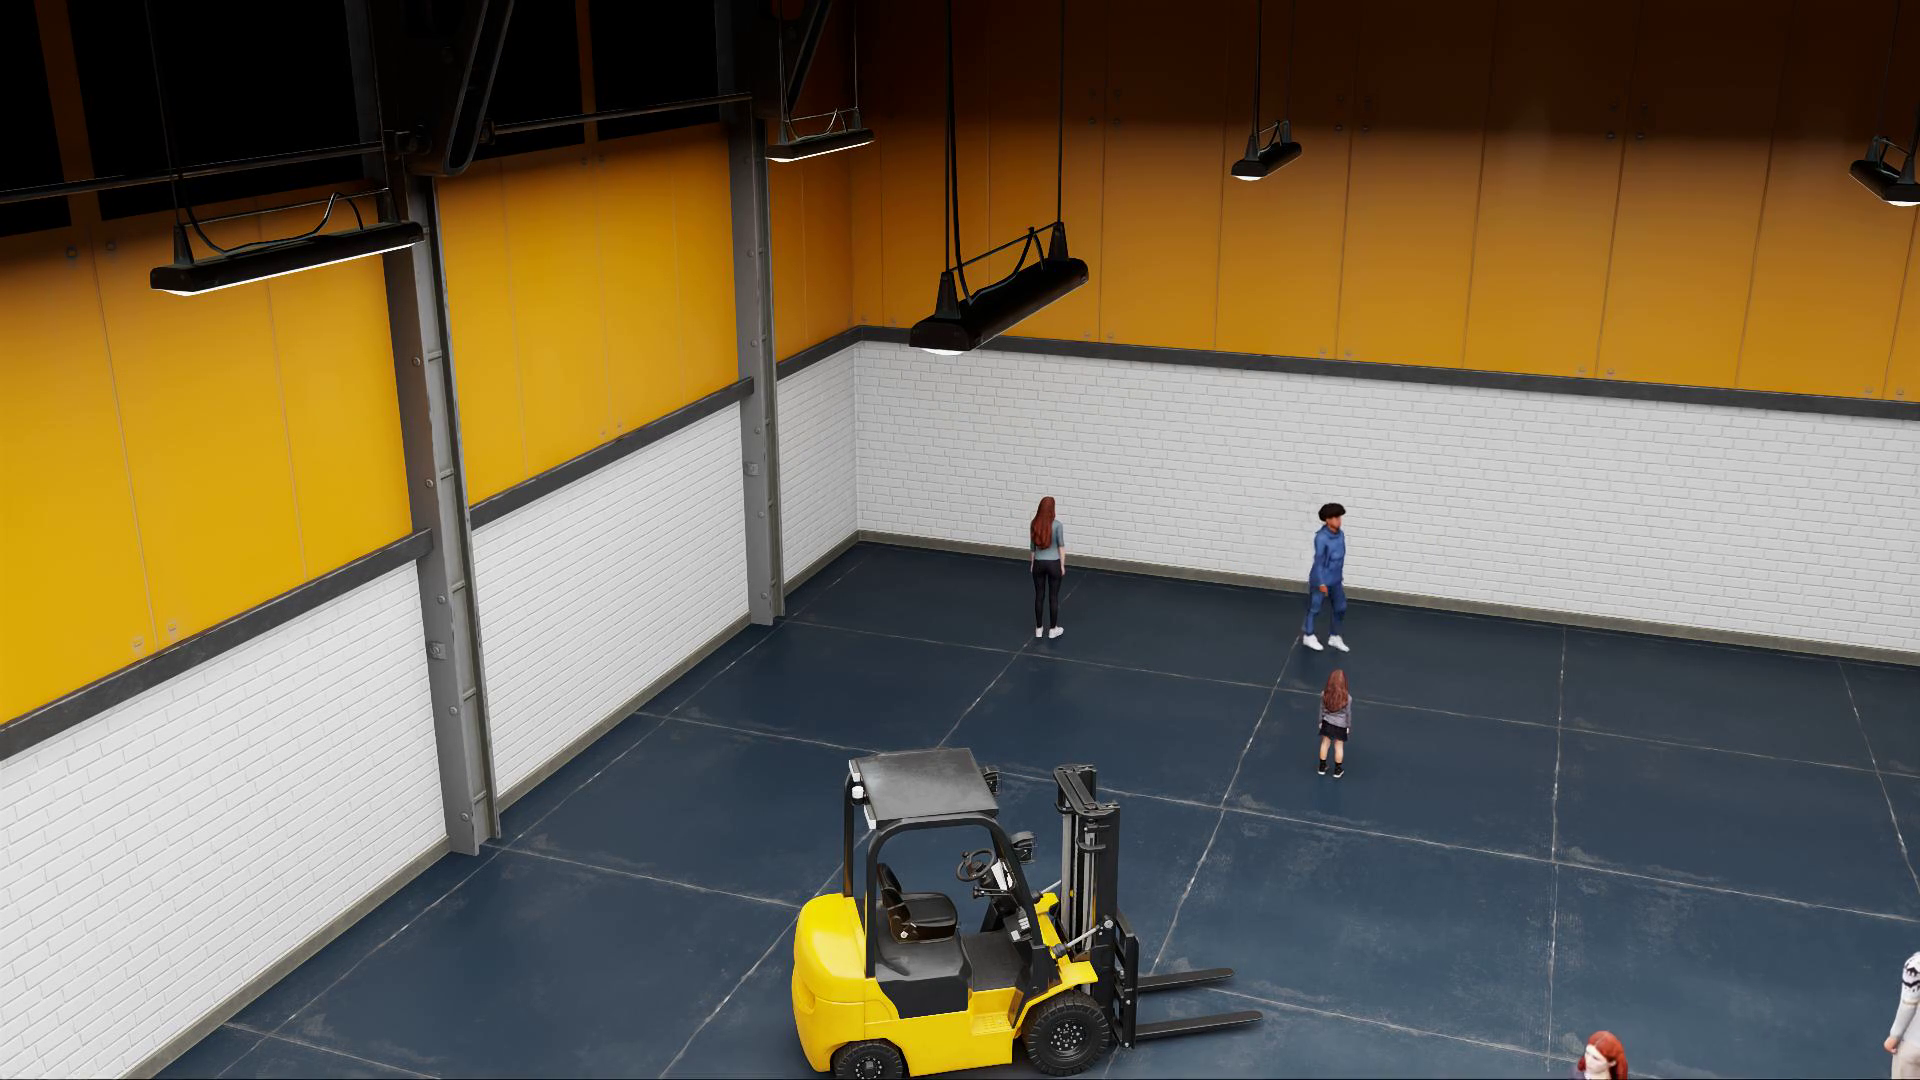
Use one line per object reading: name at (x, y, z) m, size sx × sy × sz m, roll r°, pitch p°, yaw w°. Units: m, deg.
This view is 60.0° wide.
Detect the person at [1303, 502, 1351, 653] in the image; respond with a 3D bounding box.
person at (4.199, 0.412, 19.375) m, size 0.863 × 1.796 × 0.921 m, roll -13°, pitch 22°, yaw -33°

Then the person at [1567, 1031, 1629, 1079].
person at (3.766, 3.653, 9.810) m, size 0.809 × 1.758 × 0.752 m, roll -7°, pitch 20°, yaw -19°

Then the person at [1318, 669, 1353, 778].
person at (3.683, 1.788, 16.372) m, size 0.474 × 1.105 × 0.453 m, roll 8°, pitch 20°, yaw 23°

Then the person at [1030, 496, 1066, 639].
person at (1.034, 0.318, 19.738) m, size 0.564 × 1.743 × 0.527 m, roll 7°, pitch 20°, yaw 19°
